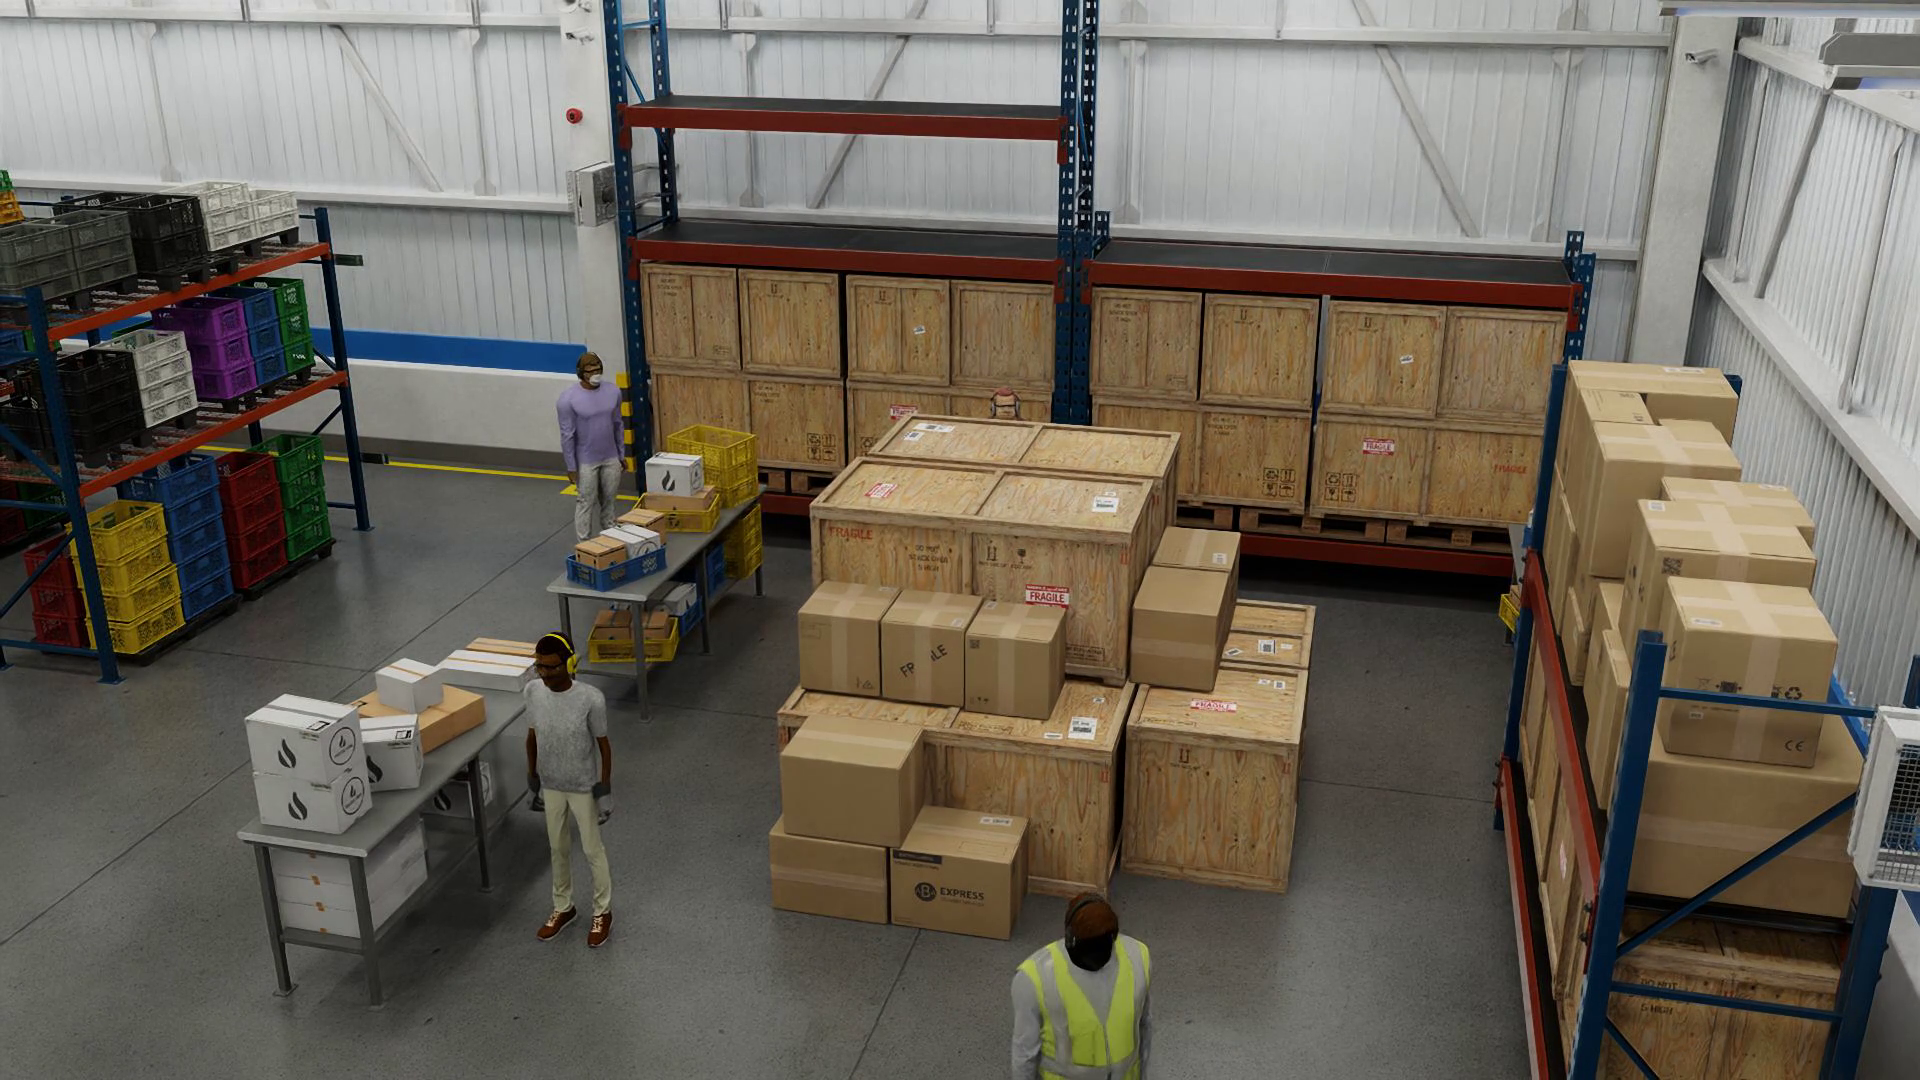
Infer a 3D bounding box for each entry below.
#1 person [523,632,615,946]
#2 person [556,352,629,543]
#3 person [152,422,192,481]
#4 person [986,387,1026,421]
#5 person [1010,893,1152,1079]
[{"bbox_3d":[-2.169,1.373,9.194,0.532,1.871,0.321,5,21,13],"label":"person"},{"bbox_3d":[-3.172,-0.696,14.511,0.372,1.940,0.632,20,28,41],"label":"person"},{"bbox_3d":[-7.248,-0.954,15.258,0.572,1.887,0.355,13,25,31],"label":"person"},{"bbox_3d":[0.343,-0.319,13.565,0.651,1.910,0.409,5,21,13],"label":"person"},{"bbox_3d":[0.516,2.268,6.889,0.633,1.841,0.429,-8,22,-19],"label":"person"}]
